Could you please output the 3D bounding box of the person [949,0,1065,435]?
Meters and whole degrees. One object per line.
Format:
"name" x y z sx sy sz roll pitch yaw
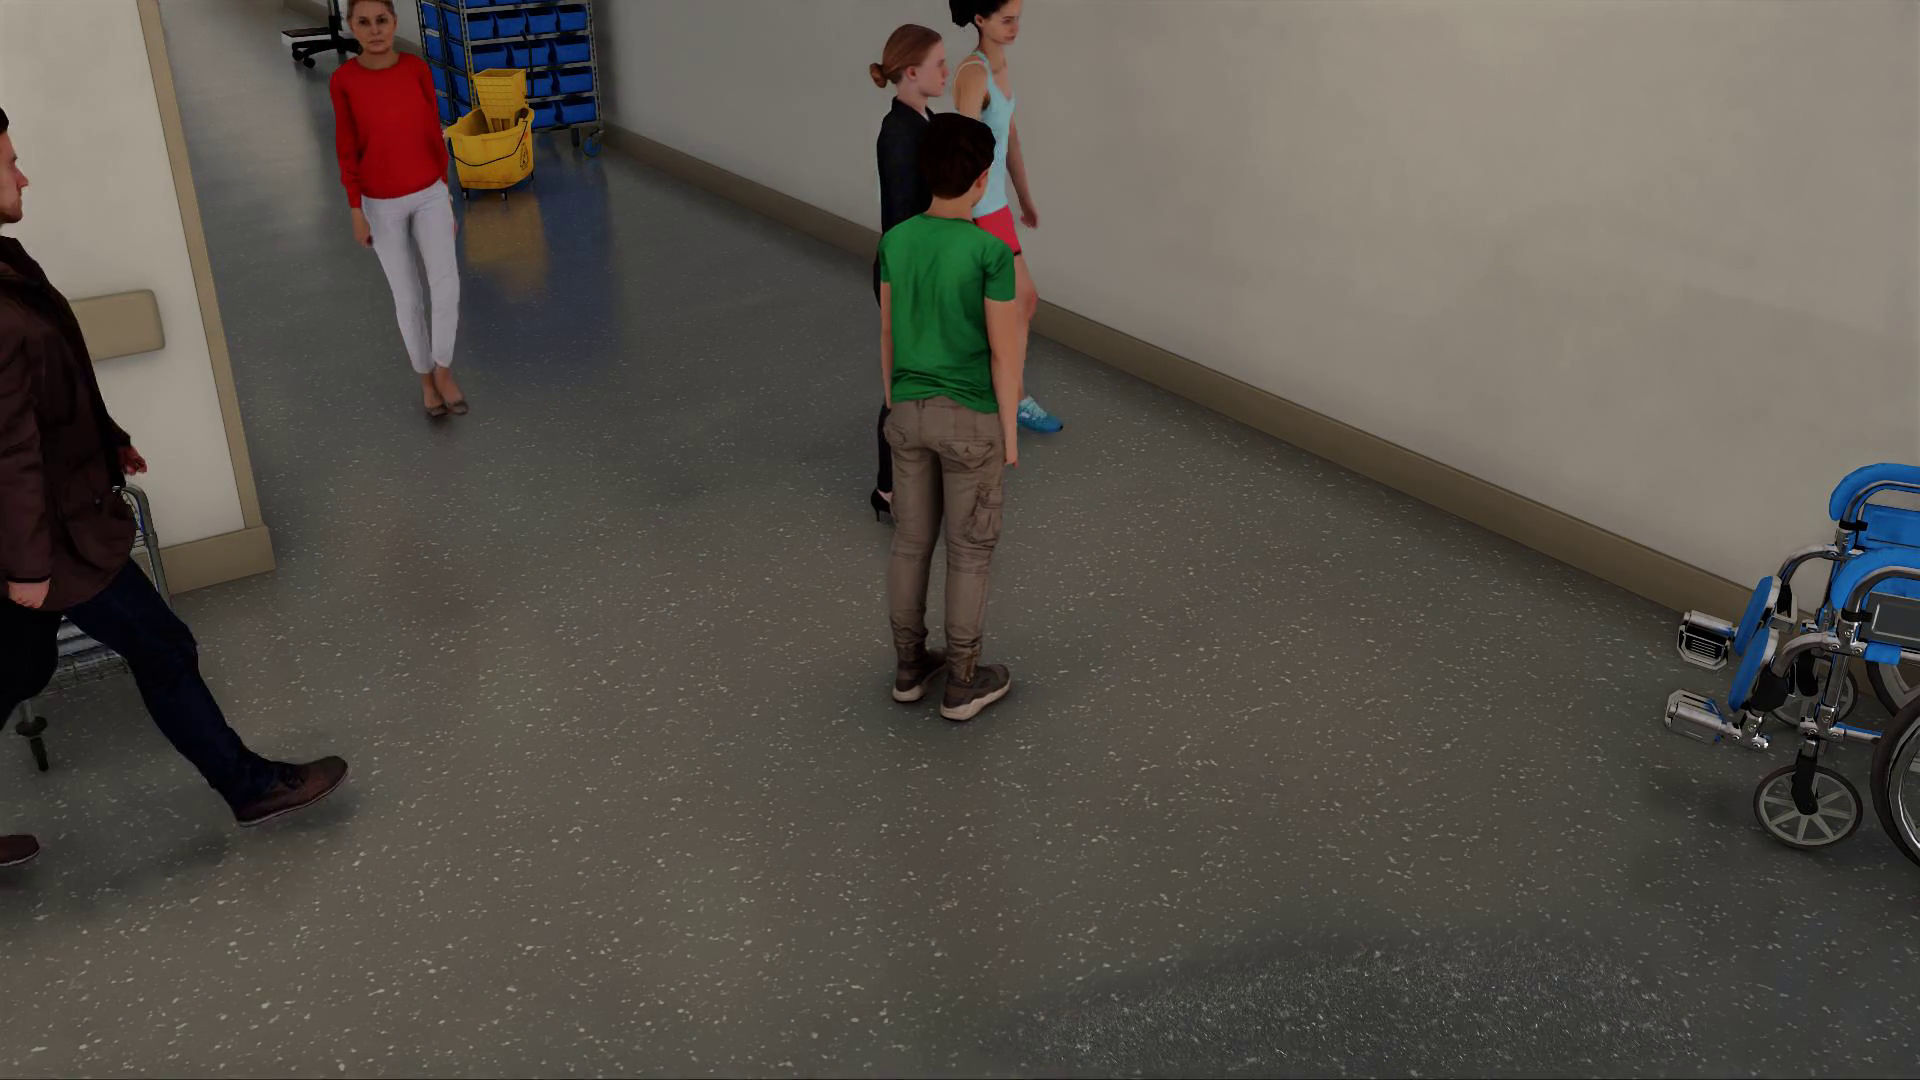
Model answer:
"person" -0.010 -1.232 6.277 0.945 1.750 0.871 0 26 0

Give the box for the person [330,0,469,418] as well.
"person" -2.190 -1.307 6.511 0.592 1.682 0.676 -13 28 -24

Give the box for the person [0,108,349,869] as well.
"person" -2.161 -0.016 3.706 1.207 1.791 0.771 -18 31 -33

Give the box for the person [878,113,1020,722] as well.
"person" -0.040 -0.309 4.482 0.656 1.645 0.684 15 30 28

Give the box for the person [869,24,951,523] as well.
"person" -0.168 -0.859 5.580 0.754 1.682 0.712 2 26 4
